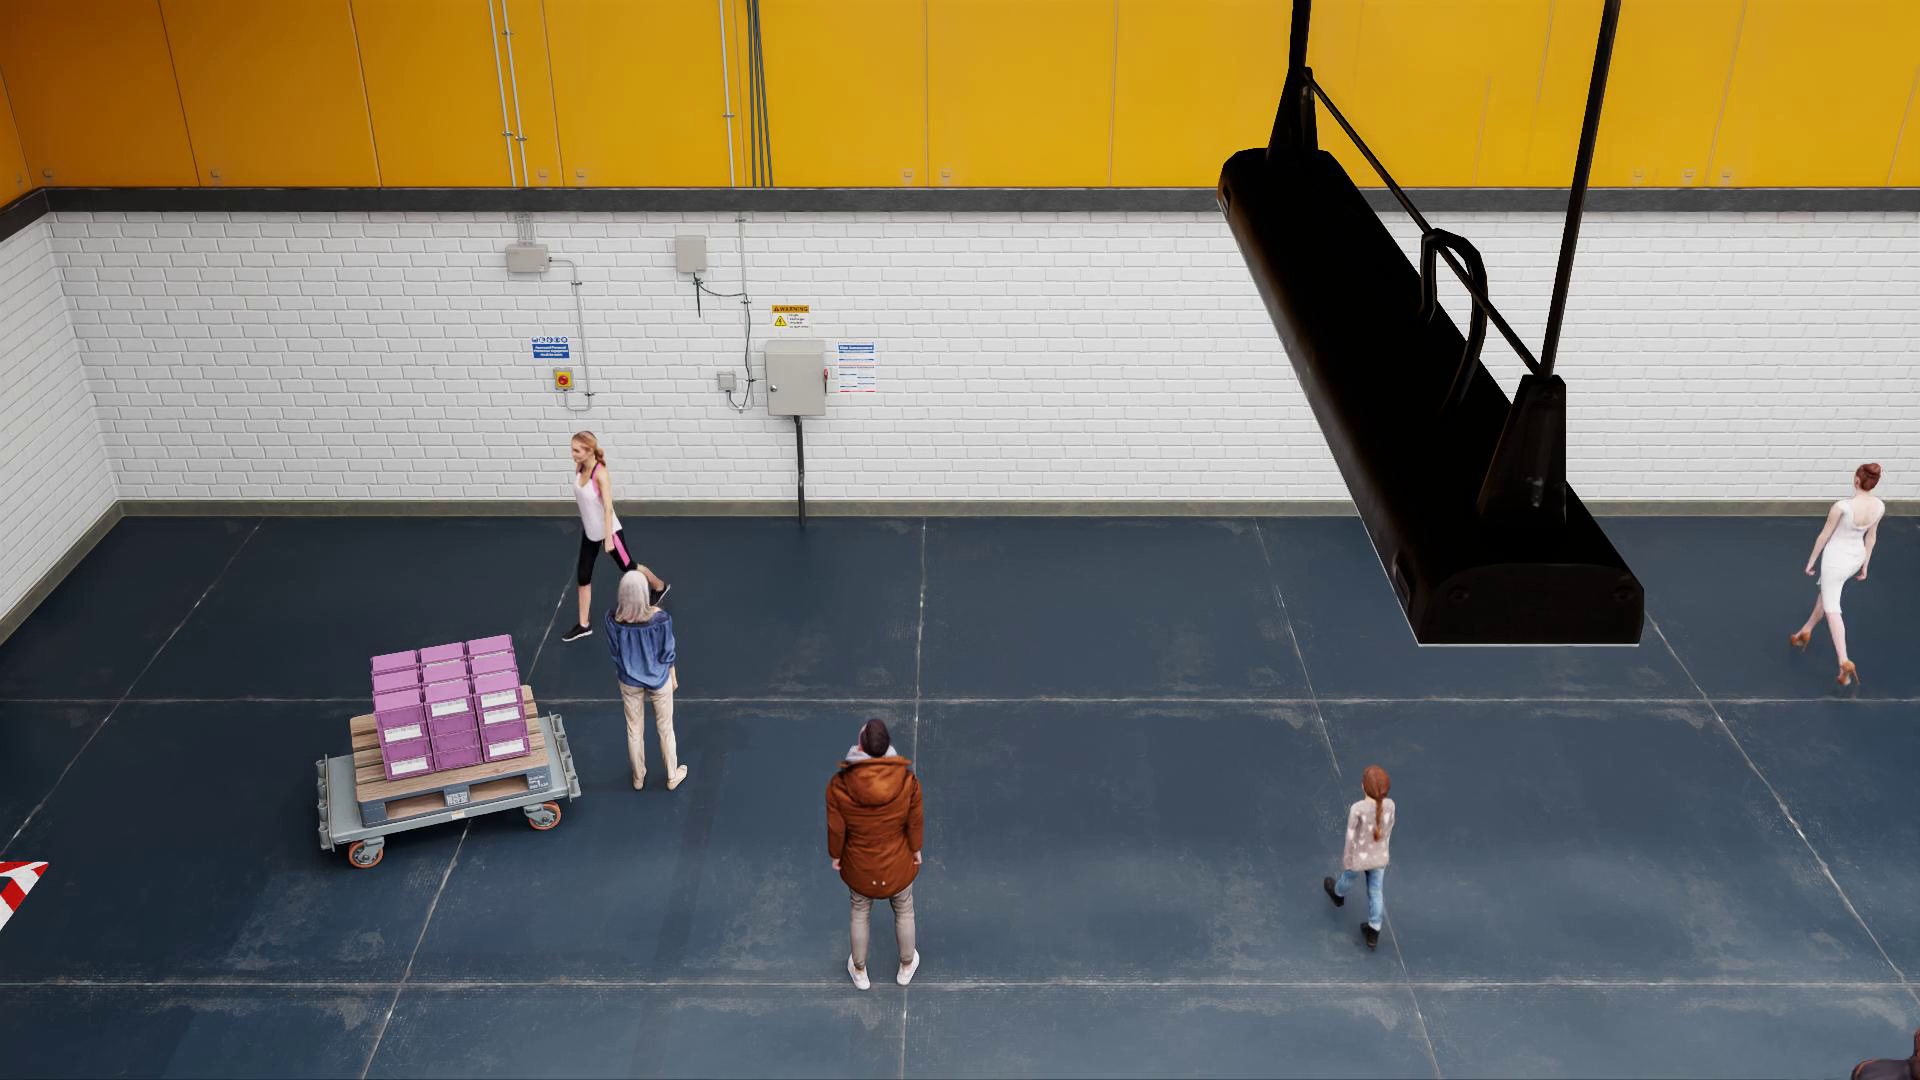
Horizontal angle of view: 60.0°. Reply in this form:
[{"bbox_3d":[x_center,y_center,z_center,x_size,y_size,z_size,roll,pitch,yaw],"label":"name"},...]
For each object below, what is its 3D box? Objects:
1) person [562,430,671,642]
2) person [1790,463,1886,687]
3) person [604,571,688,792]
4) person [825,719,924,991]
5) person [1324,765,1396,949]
[{"bbox_3d":[-2.703,-0.077,13.072,1.244,1.730,1.185,-24,37,-37],"label":"person"},{"bbox_3d":[6.611,0.269,12.411,0.650,1.757,1.086,-3,29,-5],"label":"person"},{"bbox_3d":[-2.124,0.950,11.227,0.603,1.694,0.551,1,29,1],"label":"person"},{"bbox_3d":[-0.471,1.803,9.513,0.718,1.838,0.713,-2,29,-4],"label":"person"},{"bbox_3d":[2.472,1.922,9.999,0.588,1.164,0.842,-5,29,-9],"label":"person"}]
